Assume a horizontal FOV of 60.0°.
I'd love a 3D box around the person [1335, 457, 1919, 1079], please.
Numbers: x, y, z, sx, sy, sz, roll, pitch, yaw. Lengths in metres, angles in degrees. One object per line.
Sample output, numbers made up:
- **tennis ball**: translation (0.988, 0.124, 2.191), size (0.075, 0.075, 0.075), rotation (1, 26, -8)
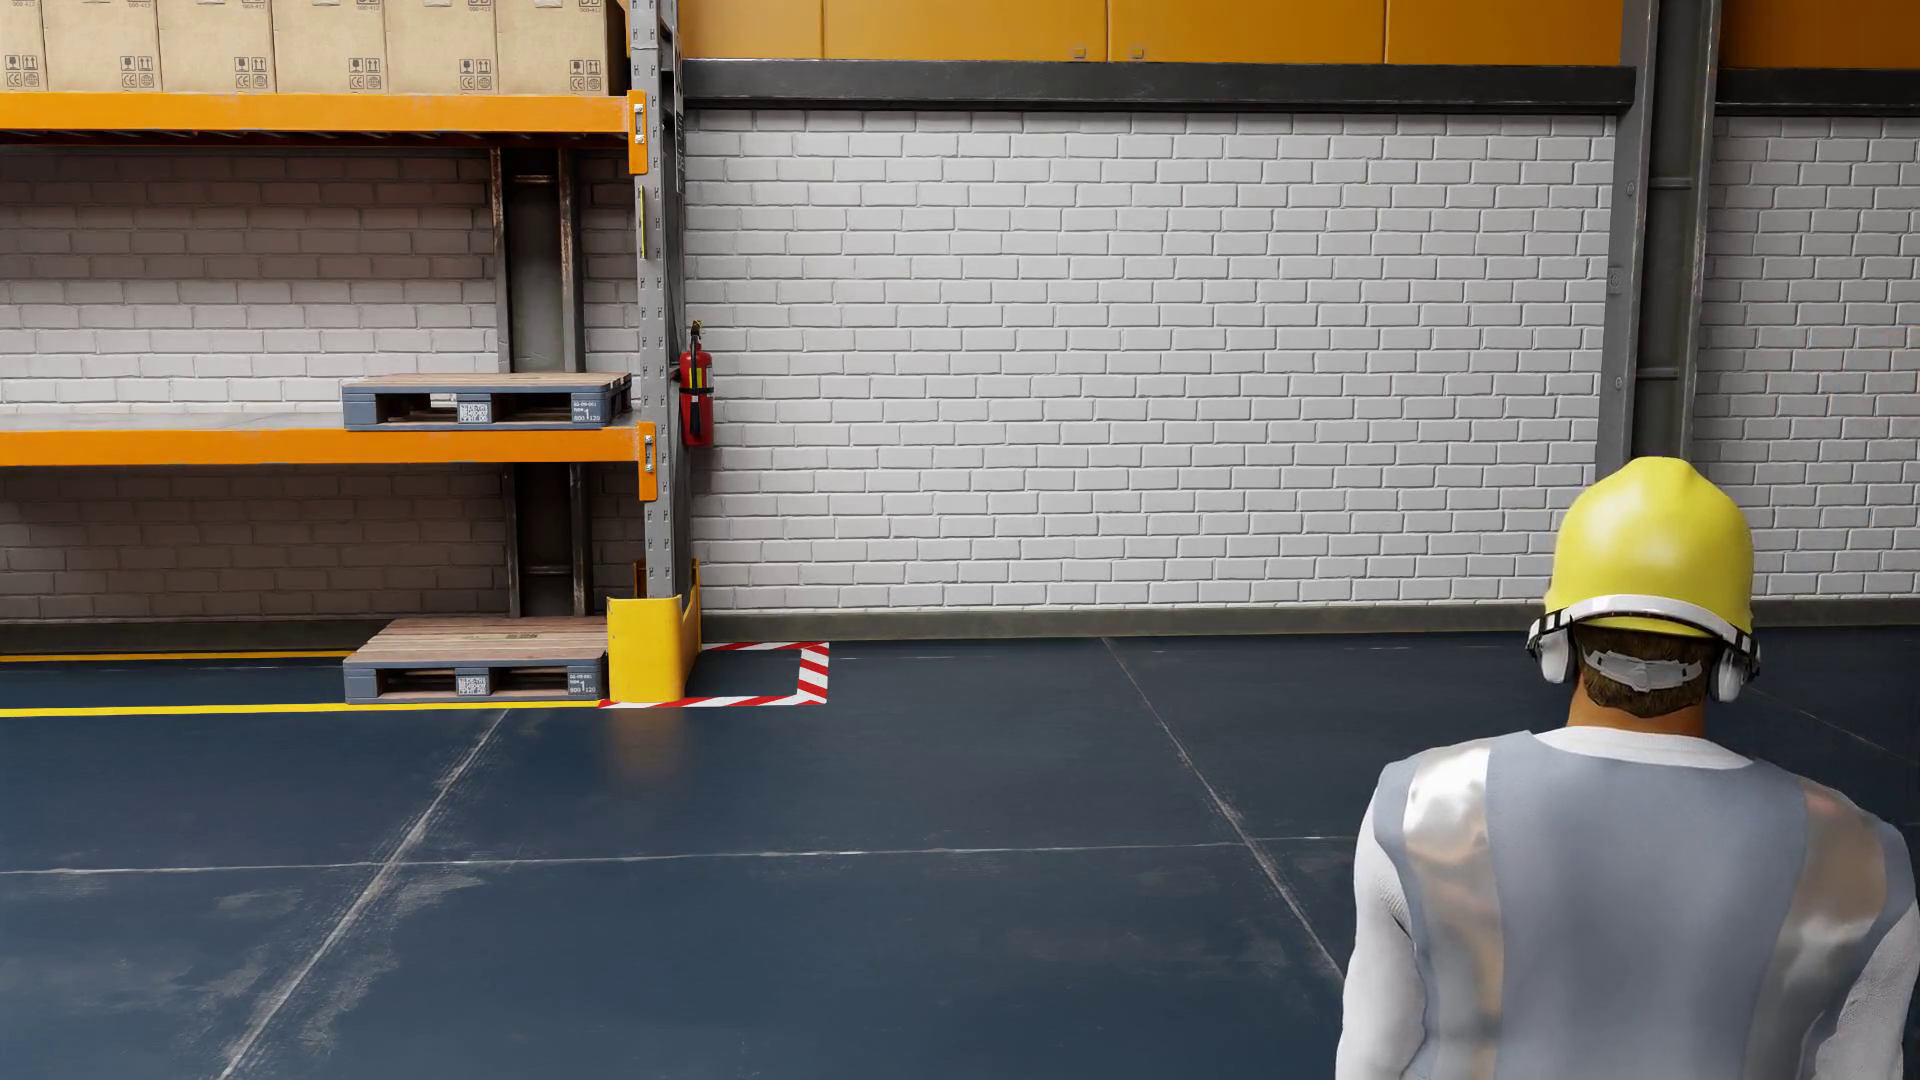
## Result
- **person**: translation (0.730, 0.818, 1.917), size (0.595, 1.827, 0.403), rotation (3, 9, 16)
